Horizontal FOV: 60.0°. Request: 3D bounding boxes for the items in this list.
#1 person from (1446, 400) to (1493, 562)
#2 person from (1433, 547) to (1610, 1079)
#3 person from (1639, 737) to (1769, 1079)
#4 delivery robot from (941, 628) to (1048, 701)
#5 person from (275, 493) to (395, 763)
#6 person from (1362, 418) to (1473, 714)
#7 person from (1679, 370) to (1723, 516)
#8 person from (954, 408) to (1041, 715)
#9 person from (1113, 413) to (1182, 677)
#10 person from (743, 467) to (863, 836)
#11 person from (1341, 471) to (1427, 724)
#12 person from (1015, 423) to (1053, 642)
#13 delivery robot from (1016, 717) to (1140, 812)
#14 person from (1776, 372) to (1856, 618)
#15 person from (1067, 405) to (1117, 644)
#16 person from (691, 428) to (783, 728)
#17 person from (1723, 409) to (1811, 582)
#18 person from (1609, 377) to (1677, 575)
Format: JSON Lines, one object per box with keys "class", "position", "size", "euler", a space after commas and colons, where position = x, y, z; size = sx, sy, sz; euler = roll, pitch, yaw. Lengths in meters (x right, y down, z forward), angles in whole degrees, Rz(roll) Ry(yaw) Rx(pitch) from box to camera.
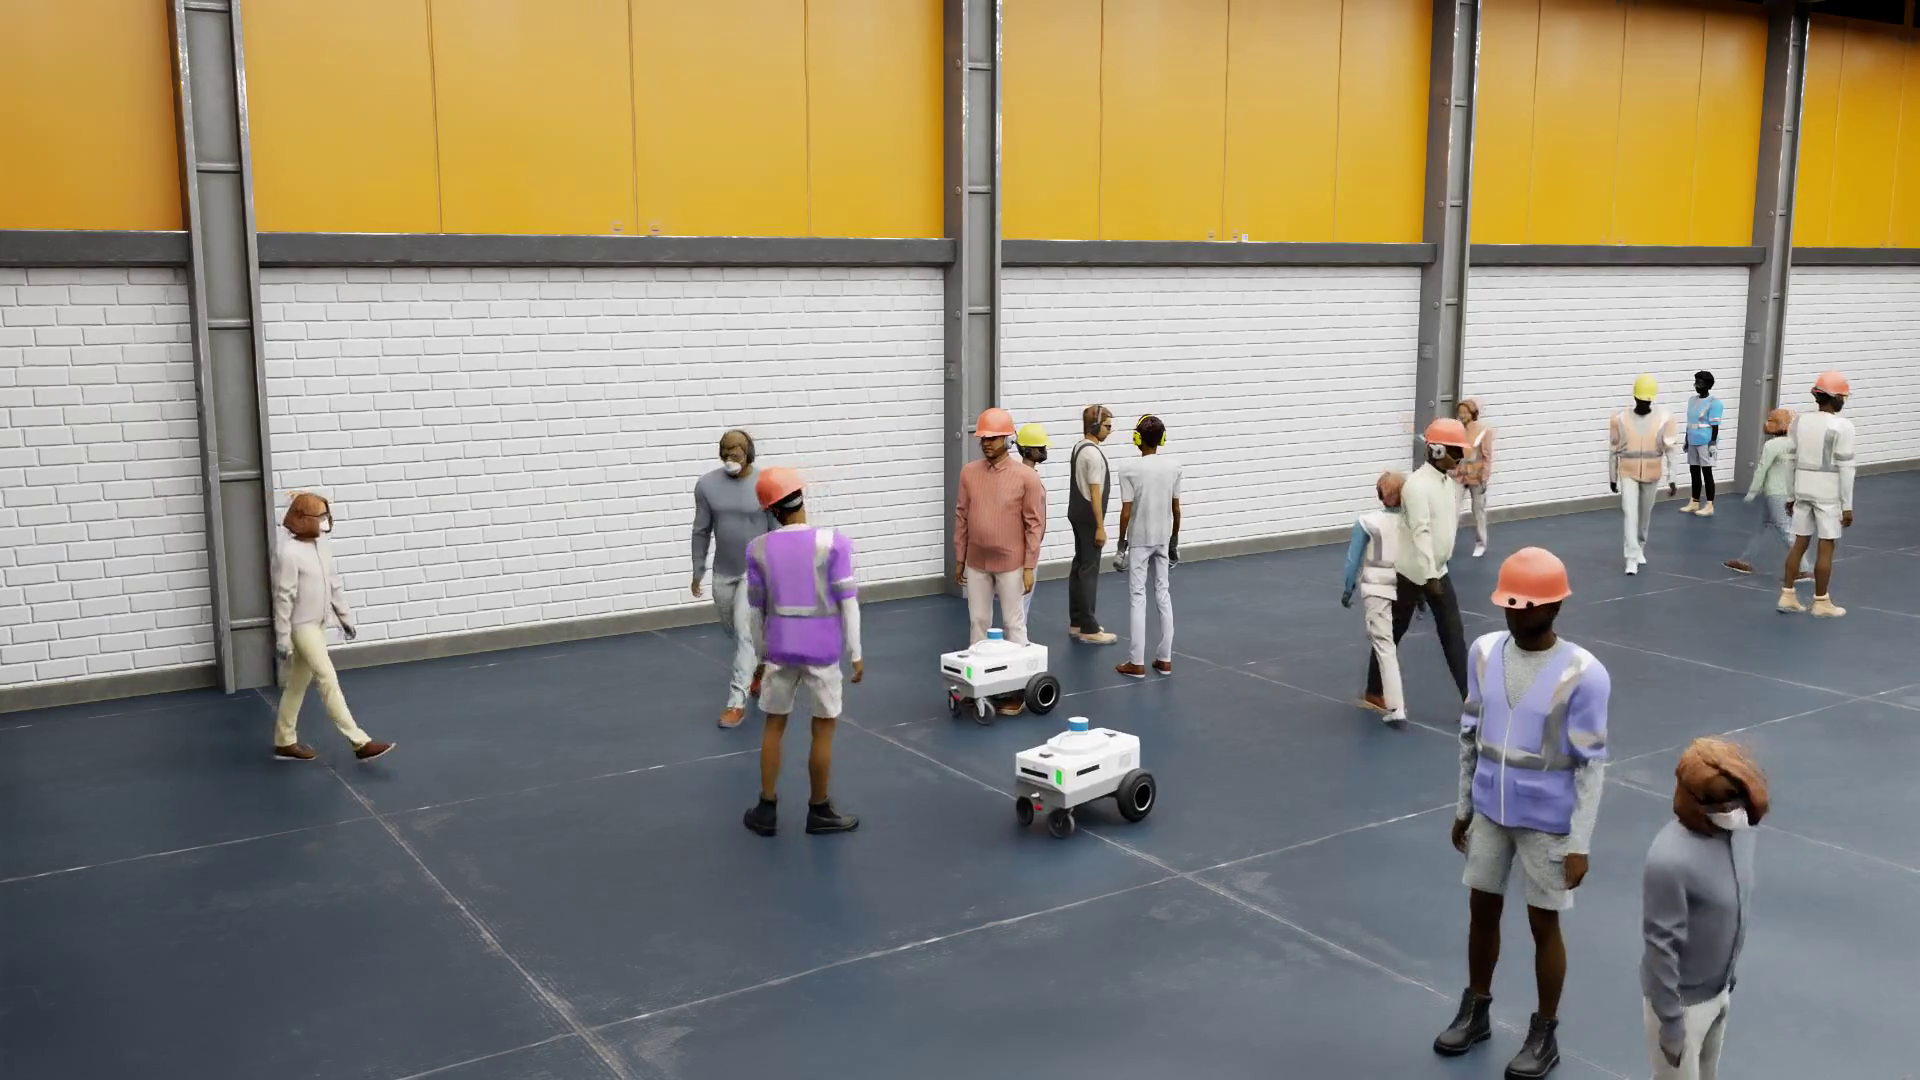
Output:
{"class": "person", "position": [4.994, -0.587, 16.378], "size": [0.523, 1.594, 0.855], "euler": [7, 12, 37]}
{"class": "person", "position": [2.010, 0.973, 5.967], "size": [0.379, 1.933, 0.558], "euler": [-8, 12, -39]}
{"class": "person", "position": [2.205, 1.322, 4.885], "size": [0.682, 1.597, 0.324], "euler": [-8, 13, -42]}
{"class": "delivery robot", "position": [0.223, 0.817, 10.771], "size": [0.707, 0.478, 0.477], "euler": [-7, 12, -37]}
{"class": "person", "position": [-3.679, 0.521, 9.676], "size": [0.818, 1.589, 0.526], "euler": [1, 9, 3]}
{"class": "person", "position": [3.042, 0.206, 10.546], "size": [1.041, 1.932, 0.626], "euler": [9, 13, 44]}
{"class": "person", "position": [8.632, -1.127, 19.359], "size": [0.320, 1.694, 0.537], "euler": [-2, 10, -12]}
{"class": "person", "position": [0.231, 0.137, 10.822], "size": [0.612, 1.995, 0.379], "euler": [5, 11, 28]}
{"class": "person", "position": [1.325, 0.040, 11.782], "size": [0.513, 1.872, 0.328], "euler": [-4, 10, -23]}
{"class": "person", "position": [-0.824, 0.583, 8.455], "size": [0.668, 1.895, 0.372], "euler": [3, 10, 16]}
{"class": "person", "position": [2.758, 0.360, 10.702], "size": [0.515, 1.593, 0.864], "euler": [-1, 10, -8]}
{"class": "person", "position": [0.520, 0.030, 12.151], "size": [0.310, 1.768, 0.533], "euler": [1, 9, 5]}
{"class": "delivery robot", "position": [0.615, 1.167, 8.662], "size": [0.477, 0.478, 0.707], "euler": [9, 13, 43]}
{"class": "person", "position": [7.089, -0.362, 13.744], "size": [0.496, 2.045, 0.625], "euler": [-4, 10, -22]}
{"class": "person", "position": [1.011, -0.123, 12.855], "size": [0.348, 1.840, 0.505], "euler": [-2, 10, -11]}
{"class": "person", "position": [-1.375, 0.195, 10.764], "size": [0.647, 1.903, 0.900], "euler": [3, 10, 17]}
{"class": "person", "position": [7.551, -0.424, 15.427], "size": [0.507, 1.586, 0.864], "euler": [-8, 13, -42]}
{"class": "person", "position": [6.520, -0.642, 15.935], "size": [0.603, 1.870, 1.010], "euler": [3, 10, 19]}
